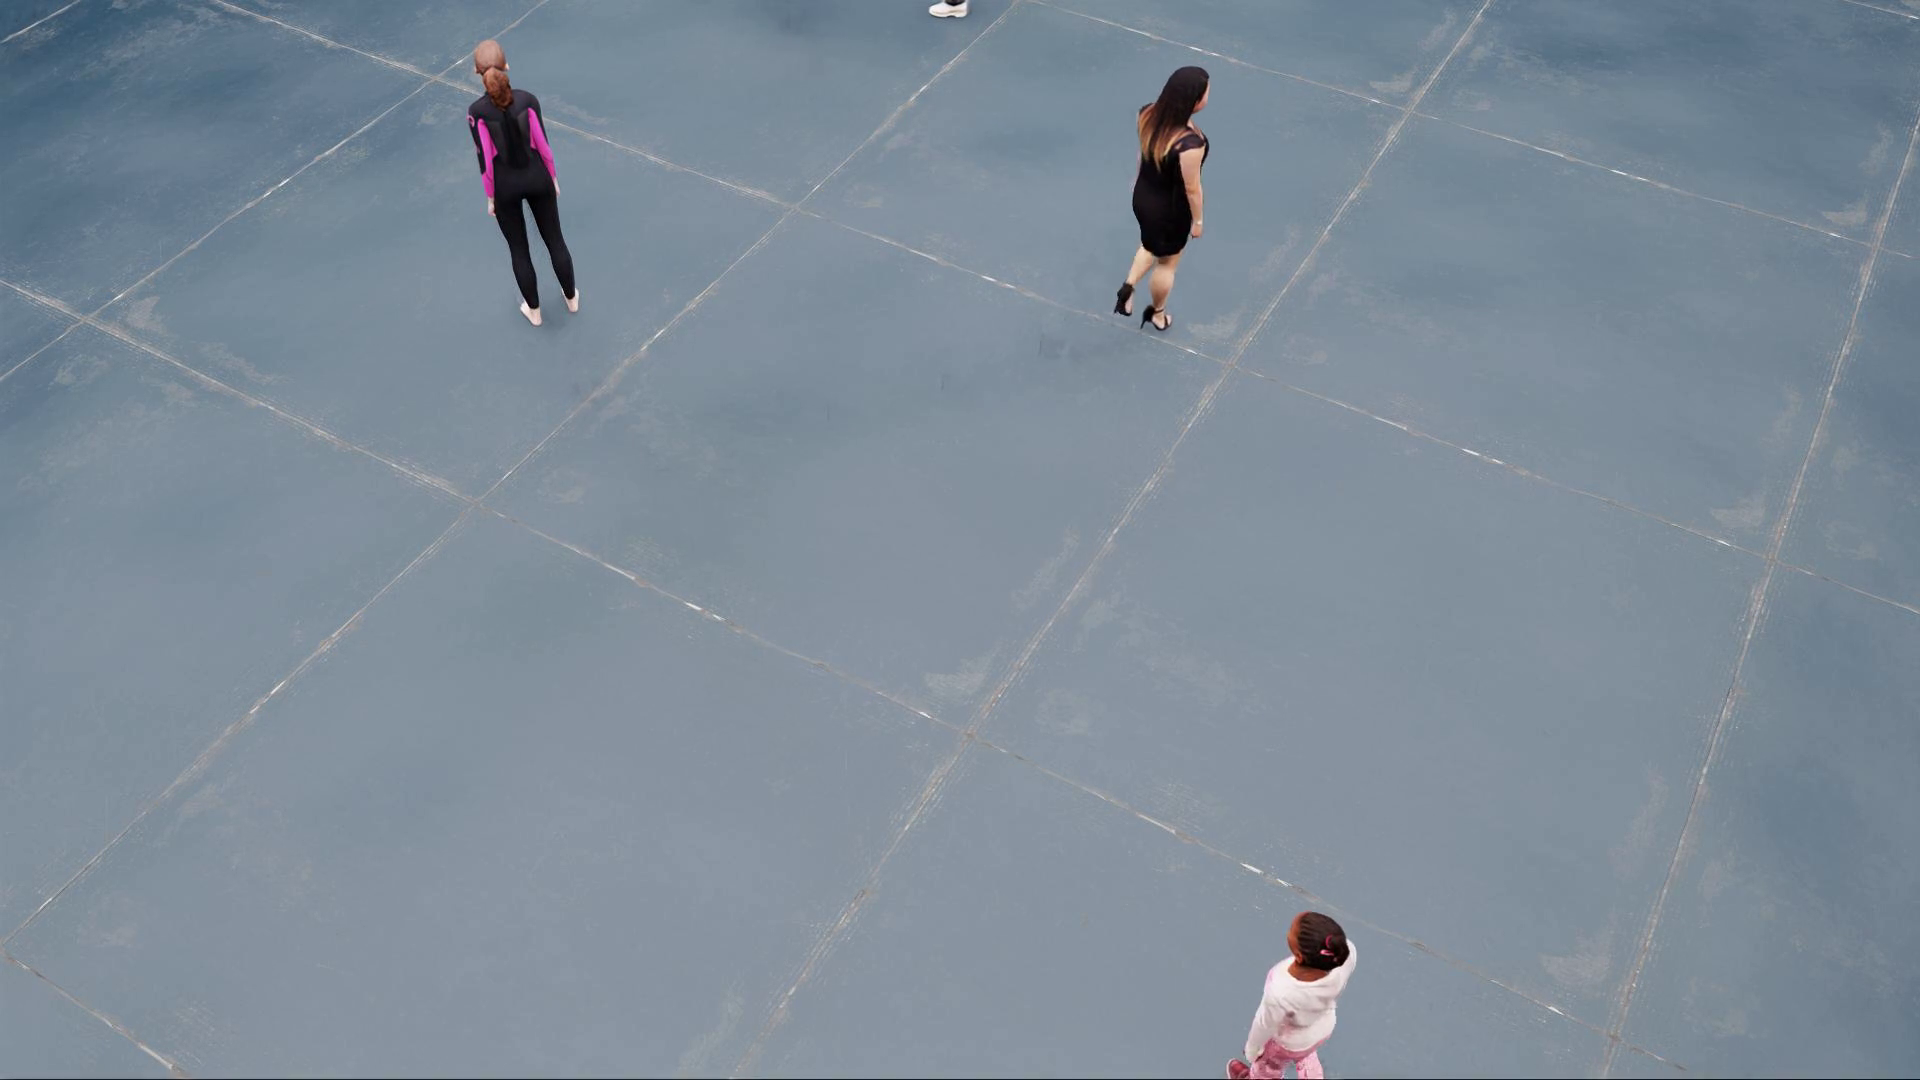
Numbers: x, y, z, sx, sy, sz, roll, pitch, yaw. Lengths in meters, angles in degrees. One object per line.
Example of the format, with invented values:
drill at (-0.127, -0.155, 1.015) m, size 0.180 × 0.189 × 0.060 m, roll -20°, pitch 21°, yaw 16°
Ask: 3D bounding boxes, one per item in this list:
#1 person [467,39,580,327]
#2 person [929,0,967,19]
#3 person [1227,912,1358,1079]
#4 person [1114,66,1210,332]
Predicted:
person at (-2.432, -1.953, 9.182) m, size 0.653 × 1.750 × 0.682 m, roll -21°, pitch 51°, yaw -18°
person at (-0.071, -4.485, 11.566) m, size 0.773 × 1.686 × 0.755 m, roll 1°, pitch 47°, yaw 1°
person at (1.247, 1.768, 5.953) m, size 0.742 × 1.439 × 0.842 m, roll -23°, pitch 51°, yaw -20°
person at (1.052, -1.792, 9.059) m, size 0.888 × 1.710 × 0.813 m, roll -23°, pitch 51°, yaw -20°
